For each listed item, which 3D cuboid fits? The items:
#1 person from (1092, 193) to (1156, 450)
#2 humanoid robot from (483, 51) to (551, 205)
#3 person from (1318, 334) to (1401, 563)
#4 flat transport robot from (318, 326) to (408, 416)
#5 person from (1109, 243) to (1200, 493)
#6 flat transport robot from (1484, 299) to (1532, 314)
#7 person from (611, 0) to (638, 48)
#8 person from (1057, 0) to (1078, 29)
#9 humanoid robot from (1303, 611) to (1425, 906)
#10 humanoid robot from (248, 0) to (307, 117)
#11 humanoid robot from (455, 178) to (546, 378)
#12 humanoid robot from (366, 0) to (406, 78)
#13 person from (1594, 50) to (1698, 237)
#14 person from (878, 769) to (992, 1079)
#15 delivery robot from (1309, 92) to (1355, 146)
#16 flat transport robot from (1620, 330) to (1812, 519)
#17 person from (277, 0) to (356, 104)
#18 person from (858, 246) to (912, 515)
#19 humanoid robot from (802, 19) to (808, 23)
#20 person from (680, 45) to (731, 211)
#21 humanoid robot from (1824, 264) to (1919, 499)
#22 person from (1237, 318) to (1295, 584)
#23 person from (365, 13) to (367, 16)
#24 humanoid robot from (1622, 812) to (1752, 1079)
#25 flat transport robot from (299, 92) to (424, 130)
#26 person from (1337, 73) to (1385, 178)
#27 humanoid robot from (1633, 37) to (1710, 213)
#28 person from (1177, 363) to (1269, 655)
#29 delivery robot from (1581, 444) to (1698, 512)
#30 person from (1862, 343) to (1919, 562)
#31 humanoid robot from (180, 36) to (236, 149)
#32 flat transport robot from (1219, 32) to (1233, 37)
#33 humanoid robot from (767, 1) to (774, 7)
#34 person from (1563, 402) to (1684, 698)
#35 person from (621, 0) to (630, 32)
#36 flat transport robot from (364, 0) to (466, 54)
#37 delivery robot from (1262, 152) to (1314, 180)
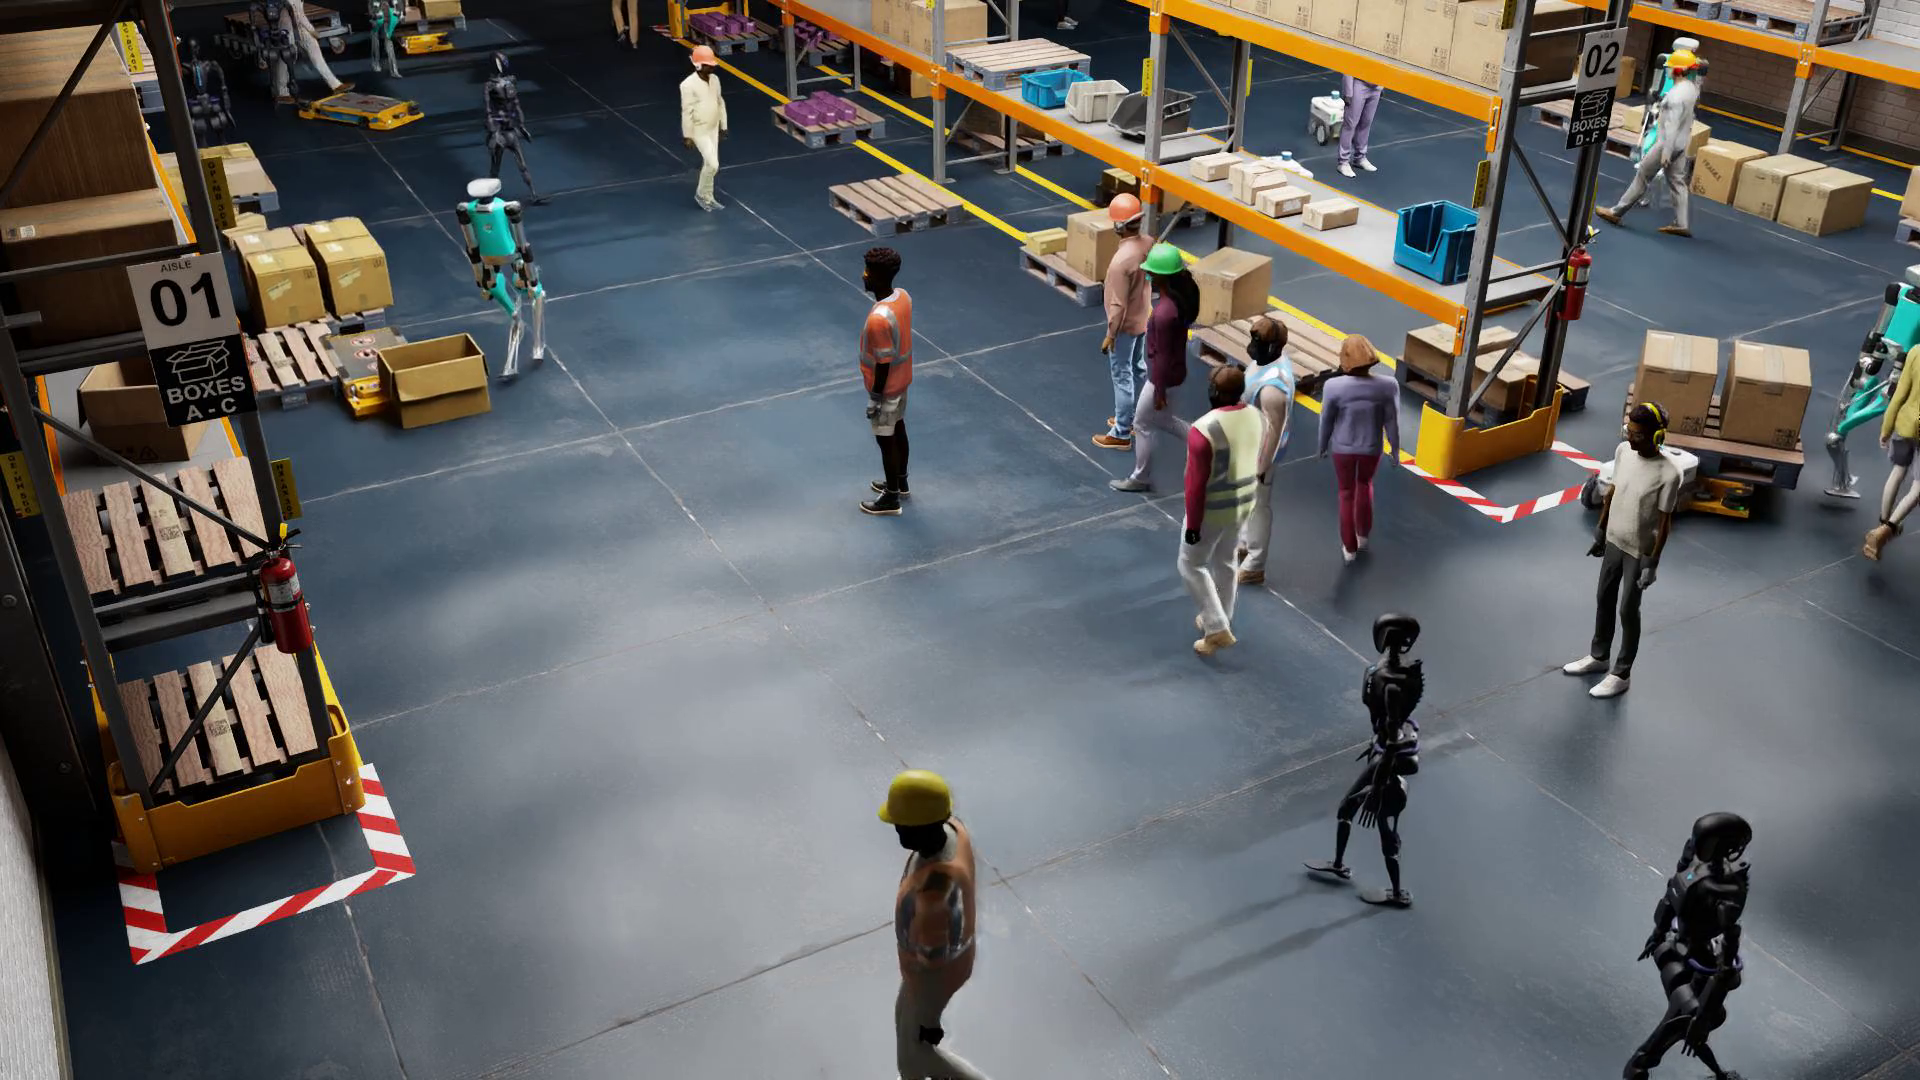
[{"bbox_3d":[1.241,-1.639,12.541,0.387,1.986,0.608,16,33,25],"label":"person"},{"bbox_3d":[-4.797,-4.337,17.587,0.787,1.619,0.601,13,32,21],"label":"humanoid robot"},{"bbox_3d":[2.663,-0.632,11.153,0.556,1.605,0.487,3,30,5],"label":"person"},{"bbox_3d":[-4.893,-1.438,13.912,0.659,0.231,1.431,-16,33,-25],"label":"flat transport robot"},{"bbox_3d":[1.513,-1.179,11.808,0.749,1.922,0.492,10,31,16],"label":"person"},{"bbox_3d":[4.667,-2.504,15.769,0.659,0.231,1.431,-15,33,-25],"label":"flat transport robot"},{"bbox_3d":[-4.792,-7.933,23.740,0.561,1.739,0.420,-8,31,-14],"label":"person"},{"bbox_3d":[1.572,-8.491,24.716,0.526,1.738,0.800,-5,30,-9],"label":"person"},{"bbox_3d":[2.031,1.091,8.105,0.554,1.644,0.607,6,30,11],"label":"humanoid robot"},{"bbox_3d":[-8.455,-6.118,20.633,0.599,1.657,0.315,-16,33,-25],"label":"humanoid robot"},{"bbox_3d":[-3.717,-2.209,13.759,0.559,1.737,0.907,2,30,4],"label":"humanoid robot"},{"bbox_3d":[-7.822,-7.104,22.367,0.913,1.814,0.537,26,39,38],"label":"humanoid robot"},{"bbox_3d":[7.102,-4.033,16.851,0.975,1.845,0.601,23,37,34],"label":"person"},{"bbox_3d":[-0.095,1.721,6.777,0.673,1.898,0.592,4,30,7],"label":"person"},{"bbox_3d":[4.477,-5.070,19.936,0.499,0.583,0.774,-6,30,-10],"label":"delivery robot"},{"bbox_3d":[5.564,-0.599,12.452,0.659,0.231,1.431,11,32,19],"label":"flat transport robot"},{"bbox_3d":[-8.380,-6.504,21.121,0.982,1.876,0.629,-5,30,-9],"label":"person"},{"bbox_3d":[-0.522,-1.114,11.646,0.361,1.965,0.612,7,31,12],"label":"person"},{"bbox_3d":[-2.052,-8.583,24.938,0.881,1.785,0.549,2,30,4],"label":"humanoid robot"},{"bbox_3d":[-2.633,-4.293,17.401,0.401,1.734,0.598,15,33,25],"label":"person"},{"bbox_3d":[6.397,-1.051,11.780,0.849,1.777,0.531,-11,32,-18],"label":"humanoid robot"},{"bbox_3d":[1.924,-0.589,10.853,0.429,1.846,0.632,2,30,3],"label":"person"},{"bbox_3d":[-9.017,-8.827,25.403,0.497,1.633,0.284,26,39,37],"label":"person"},{"bbox_3d":[3.076,1.792,6.928,0.767,1.636,0.608,0,30,0],"label":"humanoid robot"},{"bbox_3d":[-7.461,-5.346,20.716,1.431,0.231,0.659,13,32,22],"label":"flat transport robot"},{"bbox_3d":[4.510,-5.026,18.518,0.640,1.908,0.411,-20,36,-31],"label":"person"},{"bbox_3d":[7.371,-4.259,17.466,0.543,1.894,0.742,18,35,29],"label":"humanoid robot"},{"bbox_3d":[1.624,-0.166,10.165,0.667,1.806,0.584,-21,36,-32],"label":"person"},{"bbox_3d":[4.885,-0.428,11.849,0.769,0.577,0.499,-16,33,-25],"label":"delivery robot"},{"bbox_3d":[6.368,-0.712,11.056,0.764,1.866,0.496,-23,37,-34],"label":"person"},{"bbox_3d":[-8.205,-4.627,18.051,0.585,1.651,0.344,-16,34,-26],"label":"humanoid robot"},{"bbox_3d":[4.600,-7.551,24.555,1.431,0.231,0.659,10,31,17],"label":"flat transport robot"},{"bbox_3d":[-2.852,-9.055,25.799,0.615,1.621,0.790,-7,31,-12],"label":"humanoid robot"},{"bbox_3d":[3.893,0.051,9.734,0.353,1.856,0.515,-12,32,-20],"label":"person"},{"bbox_3d":[-4.869,-8.488,24.628,0.589,1.813,0.555,8,31,13],"label":"person"},{"bbox_3d":[-7.863,-7.327,24.164,0.659,0.231,1.431,-14,33,-23],"label":"flat transport robot"},{"bbox_3d":[3.482,-3.861,17.826,0.499,0.577,0.769,-10,31,-17],"label":"delivery robot"}]
